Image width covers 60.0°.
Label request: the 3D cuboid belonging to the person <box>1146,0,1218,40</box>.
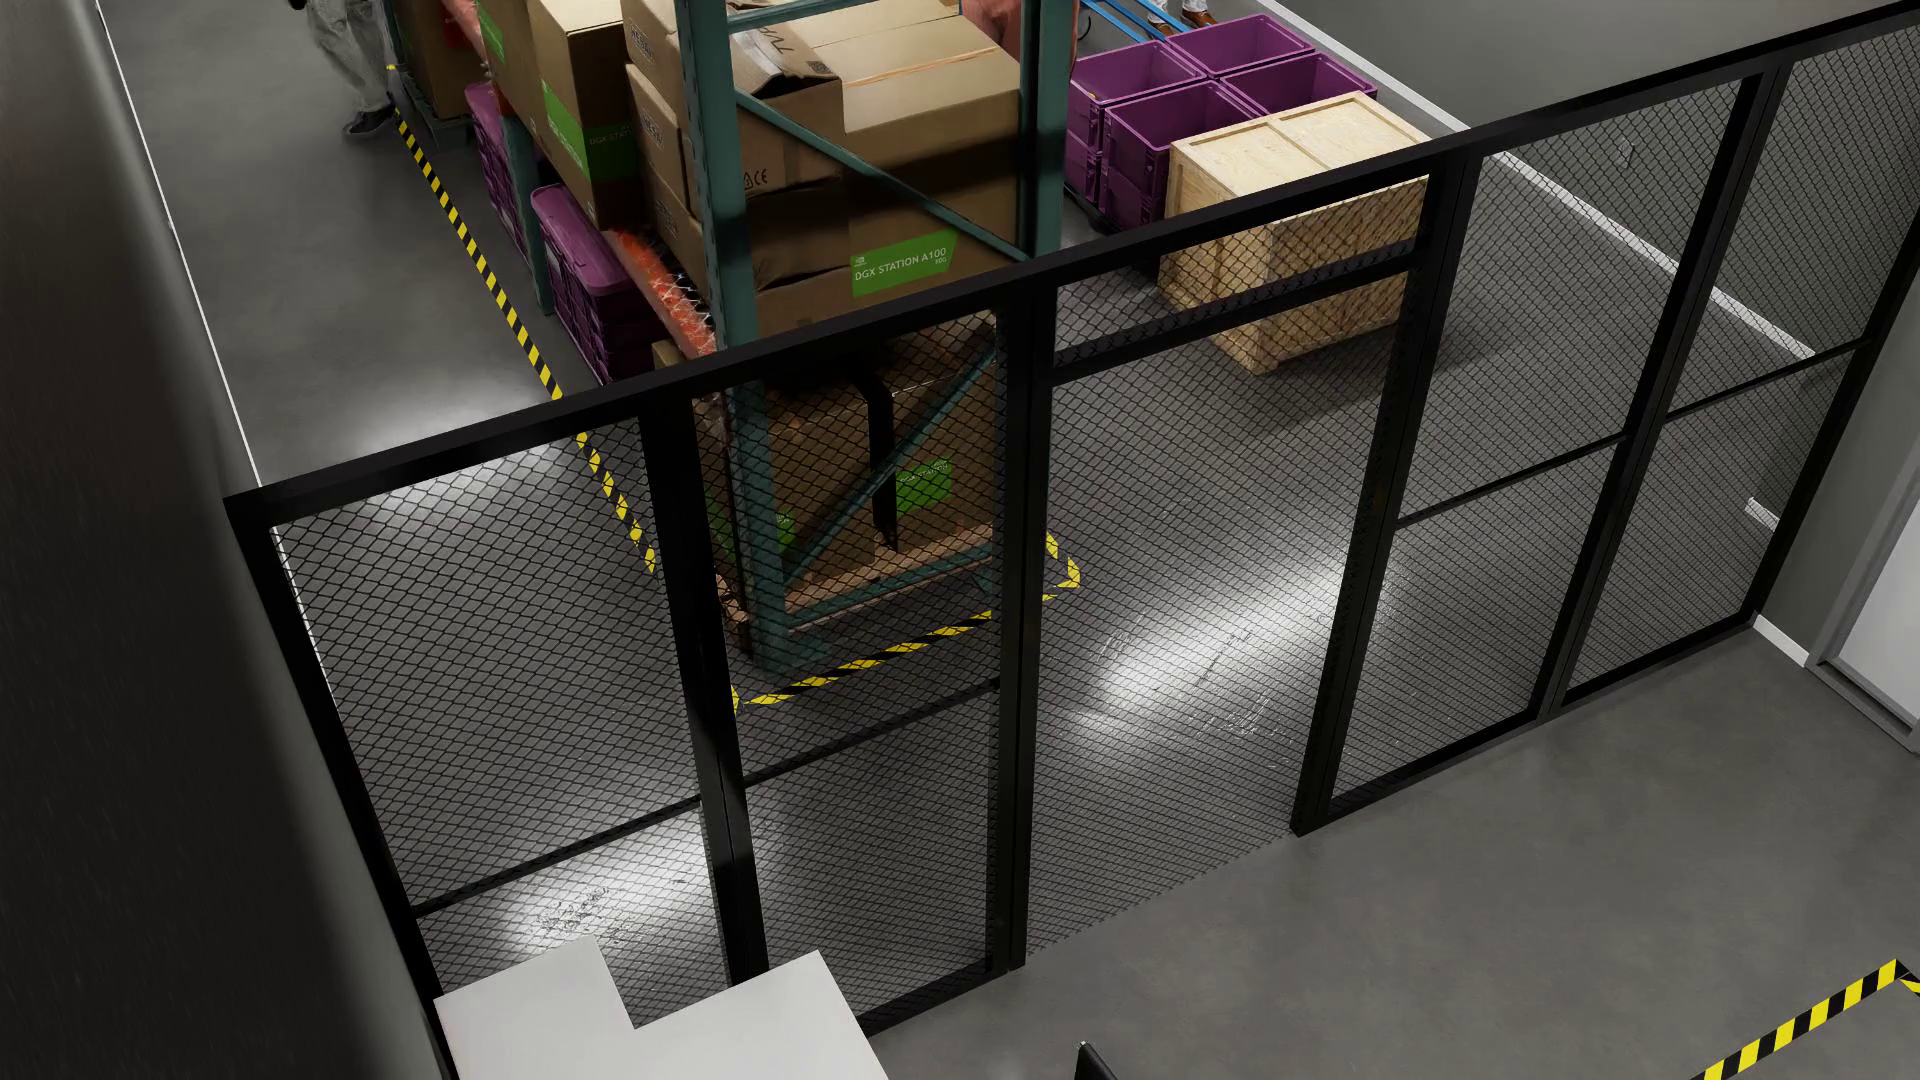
[{"bbox_3d":[1.284,-3.630,8.916,0.627,1.941,0.374,-21,46,-21],"label":"person"}]

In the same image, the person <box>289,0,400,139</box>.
[{"bbox_3d":[-3.138,-2.905,8.245,0.425,1.783,0.667,5,43,5],"label":"person"}]

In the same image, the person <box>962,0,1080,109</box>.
[{"bbox_3d":[0.222,-1.813,6.894,0.622,1.985,0.388,-32,51,-30],"label":"person"}]
